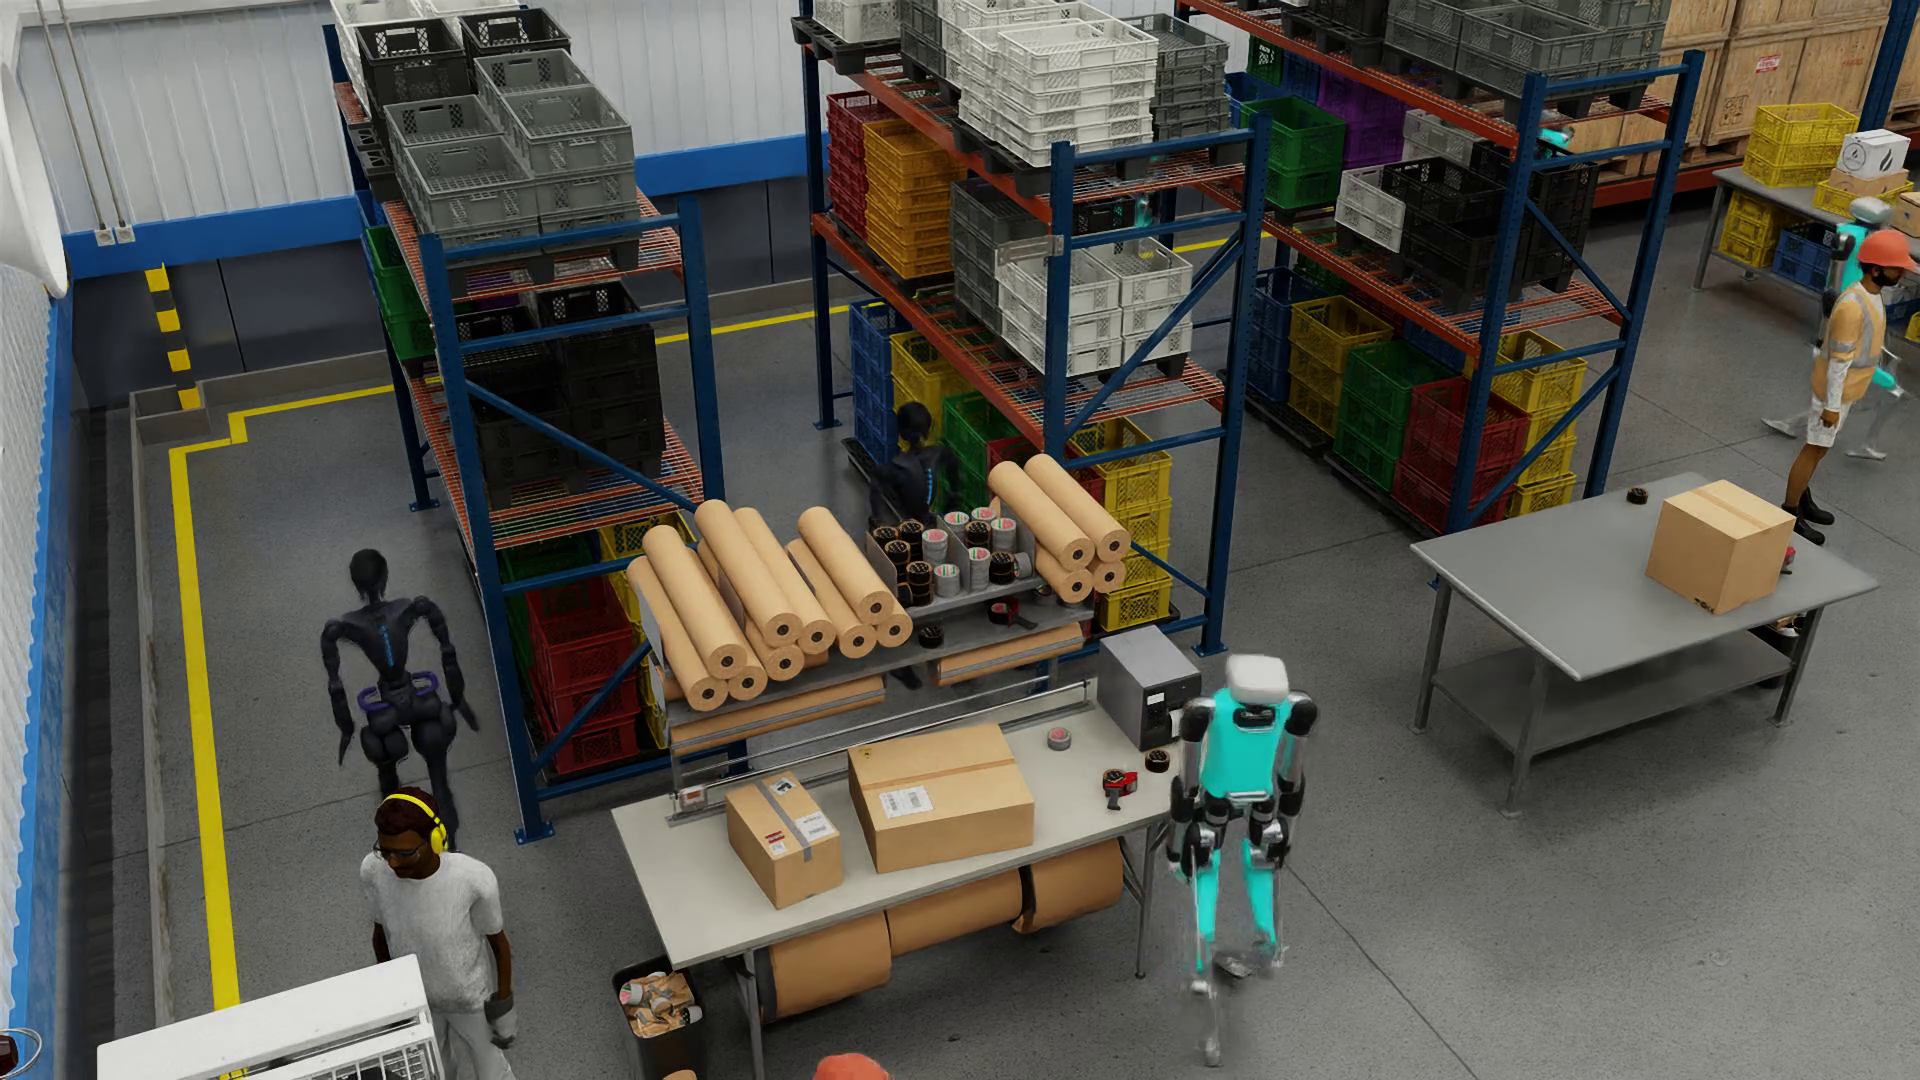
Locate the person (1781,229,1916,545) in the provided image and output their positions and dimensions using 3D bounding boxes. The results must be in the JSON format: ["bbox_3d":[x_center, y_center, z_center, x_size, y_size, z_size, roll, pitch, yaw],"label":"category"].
[{"bbox_3d":[5.231,-0.908,9.850,0.348,1.942,0.543,21,37,30],"label":"person"}]

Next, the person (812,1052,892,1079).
[{"bbox_3d":[-0.140,2.306,4.618,0.654,1.967,0.966,-5,32,-8],"label":"person"}]

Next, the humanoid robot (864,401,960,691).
[{"bbox_3d":[-0.202,0.086,8.497,0.589,1.645,0.469,-21,37,-30],"label":"humanoid robot"}]

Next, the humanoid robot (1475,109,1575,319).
[{"bbox_3d":[4.106,-2.395,12.548,0.745,1.867,0.537,23,38,32],"label":"humanoid robot"}]

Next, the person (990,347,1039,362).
[{"bbox_3d":[0.385,-2.062,11.856,0.931,1.805,0.527,-9,33,-14],"label":"person"}]

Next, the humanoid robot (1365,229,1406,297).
[{"bbox_3d":[3.228,-2.228,12.264,0.711,1.627,0.602,19,36,28],"label":"humanoid robot"}]

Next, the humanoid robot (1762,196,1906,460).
[{"bbox_3d":[5.858,-1.281,10.692,0.534,1.772,1.019,-27,41,-36],"label":"humanoid robot"}]

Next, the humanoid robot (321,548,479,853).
[{"bbox_3d":[-2.497,0.767,7.424,0.615,1.615,0.753,-16,35,-24],"label":"humanoid robot"}]

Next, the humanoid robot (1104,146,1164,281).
[{"bbox_3d":[1.312,-2.535,12.734,0.554,1.767,1.037,9,33,14],"label":"humanoid robot"}]

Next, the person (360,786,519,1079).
[{"bbox_3d":[-1.799,1.618,5.816,0.506,1.872,0.329,4,32,6],"label":"person"}]

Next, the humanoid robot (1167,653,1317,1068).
[{"bbox_3d":[1.105,1.304,6.456,0.534,1.769,0.863,-4,32,-7],"label":"humanoid robot"}]
